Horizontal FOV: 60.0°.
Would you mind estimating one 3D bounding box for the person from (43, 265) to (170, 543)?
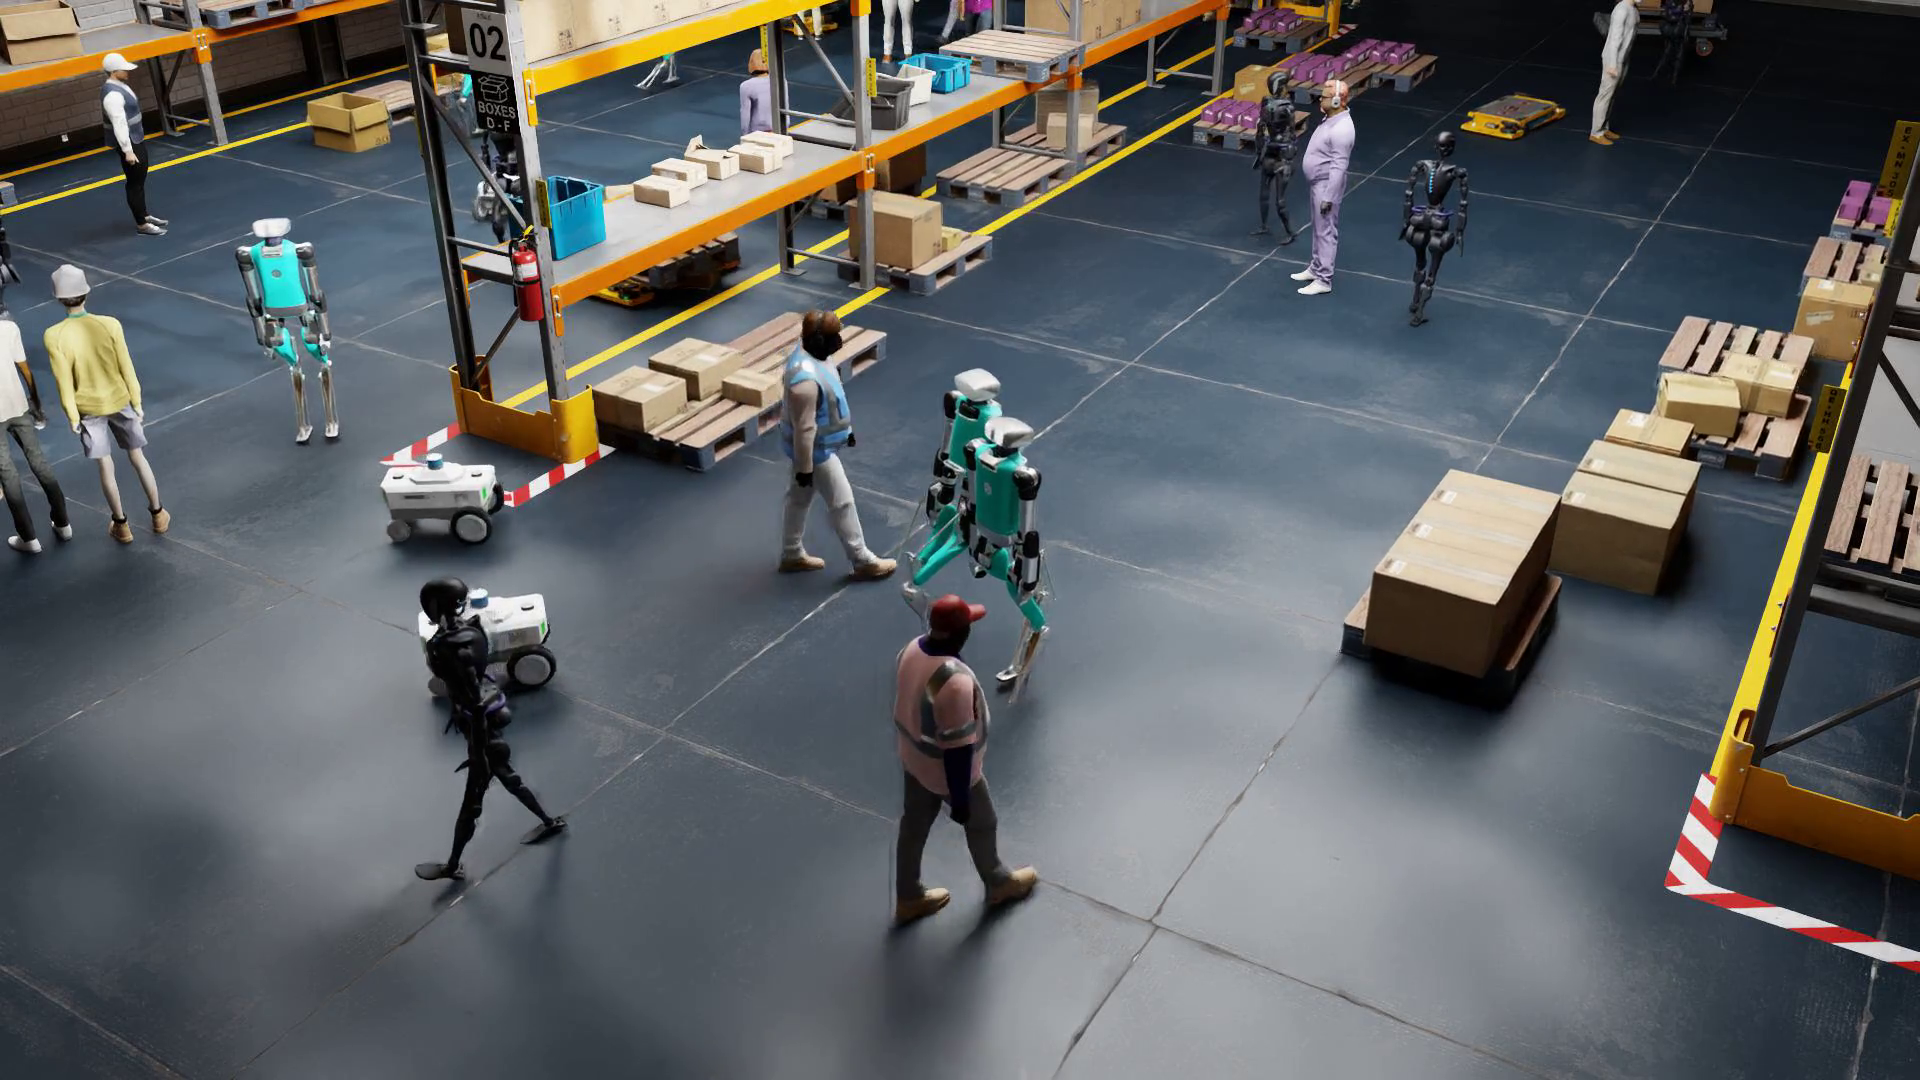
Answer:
[{"bbox_3d":[-5.581,-0.870,10.836,0.472,1.890,0.401,-17,34,-28],"label":"person"}]

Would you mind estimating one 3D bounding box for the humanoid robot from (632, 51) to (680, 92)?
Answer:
[{"bbox_3d":[-3.814,-6.520,20.992,0.546,1.727,1.026,24,37,35],"label":"humanoid robot"}]

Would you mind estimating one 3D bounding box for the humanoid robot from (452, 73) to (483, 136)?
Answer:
[{"bbox_3d":[-5.705,-5.444,19.180,0.538,1.879,0.736,21,35,32],"label":"humanoid robot"}]

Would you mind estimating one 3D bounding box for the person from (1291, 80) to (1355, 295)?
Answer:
[{"bbox_3d":[3.247,-3.146,14.844,0.414,1.908,0.641,1,29,2],"label":"person"}]

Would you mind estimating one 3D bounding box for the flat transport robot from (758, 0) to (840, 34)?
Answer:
[{"bbox_3d":[-2.531,-7.697,24.557,1.431,0.231,0.659,26,38,38],"label":"flat transport robot"}]

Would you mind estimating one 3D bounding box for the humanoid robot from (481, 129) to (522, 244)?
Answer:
[{"bbox_3d":[-4.203,-3.366,15.462,0.600,1.657,0.410,13,32,21],"label":"humanoid robot"}]

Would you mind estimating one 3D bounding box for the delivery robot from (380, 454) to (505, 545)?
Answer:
[{"bbox_3d":[-3.465,-0.286,11.175,0.815,0.612,0.499,-2,30,-3],"label":"delivery robot"}]

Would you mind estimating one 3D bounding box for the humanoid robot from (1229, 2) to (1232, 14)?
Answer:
[{"bbox_3d":[4.059,-8.772,24.971,0.660,1.801,0.532,-24,38,-36],"label":"humanoid robot"}]

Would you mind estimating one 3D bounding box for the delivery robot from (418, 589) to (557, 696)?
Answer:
[{"bbox_3d":[-2.737,0.567,9.658,0.807,0.606,0.499,-9,31,-15],"label":"delivery robot"}]

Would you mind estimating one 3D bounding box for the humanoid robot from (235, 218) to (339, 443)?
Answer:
[{"bbox_3d":[-4.856,-1.583,12.184,0.530,1.737,0.695,-6,30,-10],"label":"humanoid robot"}]

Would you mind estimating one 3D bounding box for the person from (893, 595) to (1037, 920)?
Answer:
[{"bbox_3d":[0.024,0.995,7.701,0.807,1.720,0.651,-16,33,-26],"label":"person"}]

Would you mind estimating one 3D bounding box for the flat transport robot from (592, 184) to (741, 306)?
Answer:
[{"bbox_3d":[-2.754,-2.502,15.368,0.659,0.231,1.431,20,35,32],"label":"flat transport robot"}]

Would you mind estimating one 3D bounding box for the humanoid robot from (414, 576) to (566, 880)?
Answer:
[{"bbox_3d":[-2.343,0.883,7.994,0.795,1.622,0.590,-16,33,-25],"label":"humanoid robot"}]

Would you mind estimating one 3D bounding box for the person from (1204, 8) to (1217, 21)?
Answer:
[{"bbox_3d":[3.879,-8.618,24.624,0.462,1.809,0.638,-20,35,-31],"label":"person"}]

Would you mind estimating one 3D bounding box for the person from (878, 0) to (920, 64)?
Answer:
[{"bbox_3d":[-0.825,-7.383,22.314,0.626,1.934,0.373,1,29,1],"label":"person"}]

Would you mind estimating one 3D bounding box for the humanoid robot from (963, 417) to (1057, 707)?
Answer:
[{"bbox_3d":[0.385,0.090,9.298,0.718,1.800,0.550,-23,37,-35],"label":"humanoid robot"}]

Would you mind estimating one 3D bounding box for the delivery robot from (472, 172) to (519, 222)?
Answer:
[{"bbox_3d":[-4.602,-3.535,16.922,0.499,0.612,0.813,8,30,13],"label":"delivery robot"}]

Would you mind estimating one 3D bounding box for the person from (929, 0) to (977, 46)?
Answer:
[{"bbox_3d":[-0.100,-7.924,23.305,1.004,1.896,0.498,-22,36,-34],"label":"person"}]

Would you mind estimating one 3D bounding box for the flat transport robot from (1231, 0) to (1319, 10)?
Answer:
[{"bbox_3d":[4.714,-8.250,25.536,1.431,0.231,0.659,16,33,26],"label":"flat transport robot"}]

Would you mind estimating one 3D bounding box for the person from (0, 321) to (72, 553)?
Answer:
[{"bbox_3d":[-6.184,-0.797,10.726,0.326,1.870,0.511,22,36,34],"label":"person"}]

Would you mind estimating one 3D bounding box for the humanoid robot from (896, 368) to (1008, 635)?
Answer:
[{"bbox_3d":[-0.131,-0.068,9.598,0.844,1.780,0.552,-21,36,-33],"label":"humanoid robot"}]

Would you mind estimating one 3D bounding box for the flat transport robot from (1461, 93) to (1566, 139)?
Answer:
[{"bbox_3d":[6.644,-5.077,19.923,0.659,0.231,1.431,24,37,36],"label":"flat transport robot"}]

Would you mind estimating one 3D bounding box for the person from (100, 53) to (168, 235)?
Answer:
[{"bbox_3d":[-8.113,-3.875,16.282,0.449,1.755,0.771,-10,31,-16],"label":"person"}]

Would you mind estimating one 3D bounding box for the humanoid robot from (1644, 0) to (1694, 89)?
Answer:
[{"bbox_3d":[9.133,-6.612,21.229,0.462,1.654,0.612,-5,30,-9],"label":"humanoid robot"}]

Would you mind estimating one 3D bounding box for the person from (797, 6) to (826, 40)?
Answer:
[{"bbox_3d":[-2.169,-8.015,23.611,0.571,1.749,0.342,3,30,6],"label":"person"}]

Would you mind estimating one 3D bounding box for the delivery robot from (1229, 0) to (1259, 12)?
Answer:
[{"bbox_3d":[4.447,-8.376,25.470,0.775,0.596,0.499,14,32,23],"label":"delivery robot"}]

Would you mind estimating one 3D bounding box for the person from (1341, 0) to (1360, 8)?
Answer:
[{"bbox_3d":[6.043,-9.070,25.475,0.326,1.752,0.560,-19,35,-30],"label":"person"}]

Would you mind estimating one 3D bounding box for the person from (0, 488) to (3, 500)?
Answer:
[{"bbox_3d":[-6.950,-1.085,11.112,0.622,1.989,0.388,-12,32,-21],"label":"person"}]

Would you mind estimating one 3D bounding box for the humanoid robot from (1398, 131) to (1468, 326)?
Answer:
[{"bbox_3d":[4.076,-2.692,14.282,0.612,1.637,0.571,22,36,34],"label":"humanoid robot"}]

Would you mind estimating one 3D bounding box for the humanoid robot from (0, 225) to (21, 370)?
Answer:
[{"bbox_3d":[-7.937,-2.183,13.388,0.612,1.638,0.601,23,37,34],"label":"humanoid robot"}]

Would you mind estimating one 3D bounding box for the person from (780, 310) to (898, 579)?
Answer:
[{"bbox_3d":[-0.780,-0.587,10.412,0.864,1.804,0.625,-2,30,-3],"label":"person"}]

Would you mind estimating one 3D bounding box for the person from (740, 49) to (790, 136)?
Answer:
[{"bbox_3d":[-1.973,-4.162,16.922,0.504,1.626,0.290,-9,31,-16],"label":"person"}]

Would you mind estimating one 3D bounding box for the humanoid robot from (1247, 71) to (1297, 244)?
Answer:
[{"bbox_3d":[3.074,-3.713,16.073,0.371,1.642,0.592,-14,32,-23],"label":"humanoid robot"}]

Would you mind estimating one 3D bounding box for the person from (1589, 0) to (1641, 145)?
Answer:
[{"bbox_3d":[7.552,-5.506,19.041,0.384,1.888,0.571,20,35,31],"label":"person"}]

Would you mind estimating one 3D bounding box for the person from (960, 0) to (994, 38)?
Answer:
[{"bbox_3d":[0.241,-6.933,21.662,0.514,1.789,0.995,-2,30,-3],"label":"person"}]
